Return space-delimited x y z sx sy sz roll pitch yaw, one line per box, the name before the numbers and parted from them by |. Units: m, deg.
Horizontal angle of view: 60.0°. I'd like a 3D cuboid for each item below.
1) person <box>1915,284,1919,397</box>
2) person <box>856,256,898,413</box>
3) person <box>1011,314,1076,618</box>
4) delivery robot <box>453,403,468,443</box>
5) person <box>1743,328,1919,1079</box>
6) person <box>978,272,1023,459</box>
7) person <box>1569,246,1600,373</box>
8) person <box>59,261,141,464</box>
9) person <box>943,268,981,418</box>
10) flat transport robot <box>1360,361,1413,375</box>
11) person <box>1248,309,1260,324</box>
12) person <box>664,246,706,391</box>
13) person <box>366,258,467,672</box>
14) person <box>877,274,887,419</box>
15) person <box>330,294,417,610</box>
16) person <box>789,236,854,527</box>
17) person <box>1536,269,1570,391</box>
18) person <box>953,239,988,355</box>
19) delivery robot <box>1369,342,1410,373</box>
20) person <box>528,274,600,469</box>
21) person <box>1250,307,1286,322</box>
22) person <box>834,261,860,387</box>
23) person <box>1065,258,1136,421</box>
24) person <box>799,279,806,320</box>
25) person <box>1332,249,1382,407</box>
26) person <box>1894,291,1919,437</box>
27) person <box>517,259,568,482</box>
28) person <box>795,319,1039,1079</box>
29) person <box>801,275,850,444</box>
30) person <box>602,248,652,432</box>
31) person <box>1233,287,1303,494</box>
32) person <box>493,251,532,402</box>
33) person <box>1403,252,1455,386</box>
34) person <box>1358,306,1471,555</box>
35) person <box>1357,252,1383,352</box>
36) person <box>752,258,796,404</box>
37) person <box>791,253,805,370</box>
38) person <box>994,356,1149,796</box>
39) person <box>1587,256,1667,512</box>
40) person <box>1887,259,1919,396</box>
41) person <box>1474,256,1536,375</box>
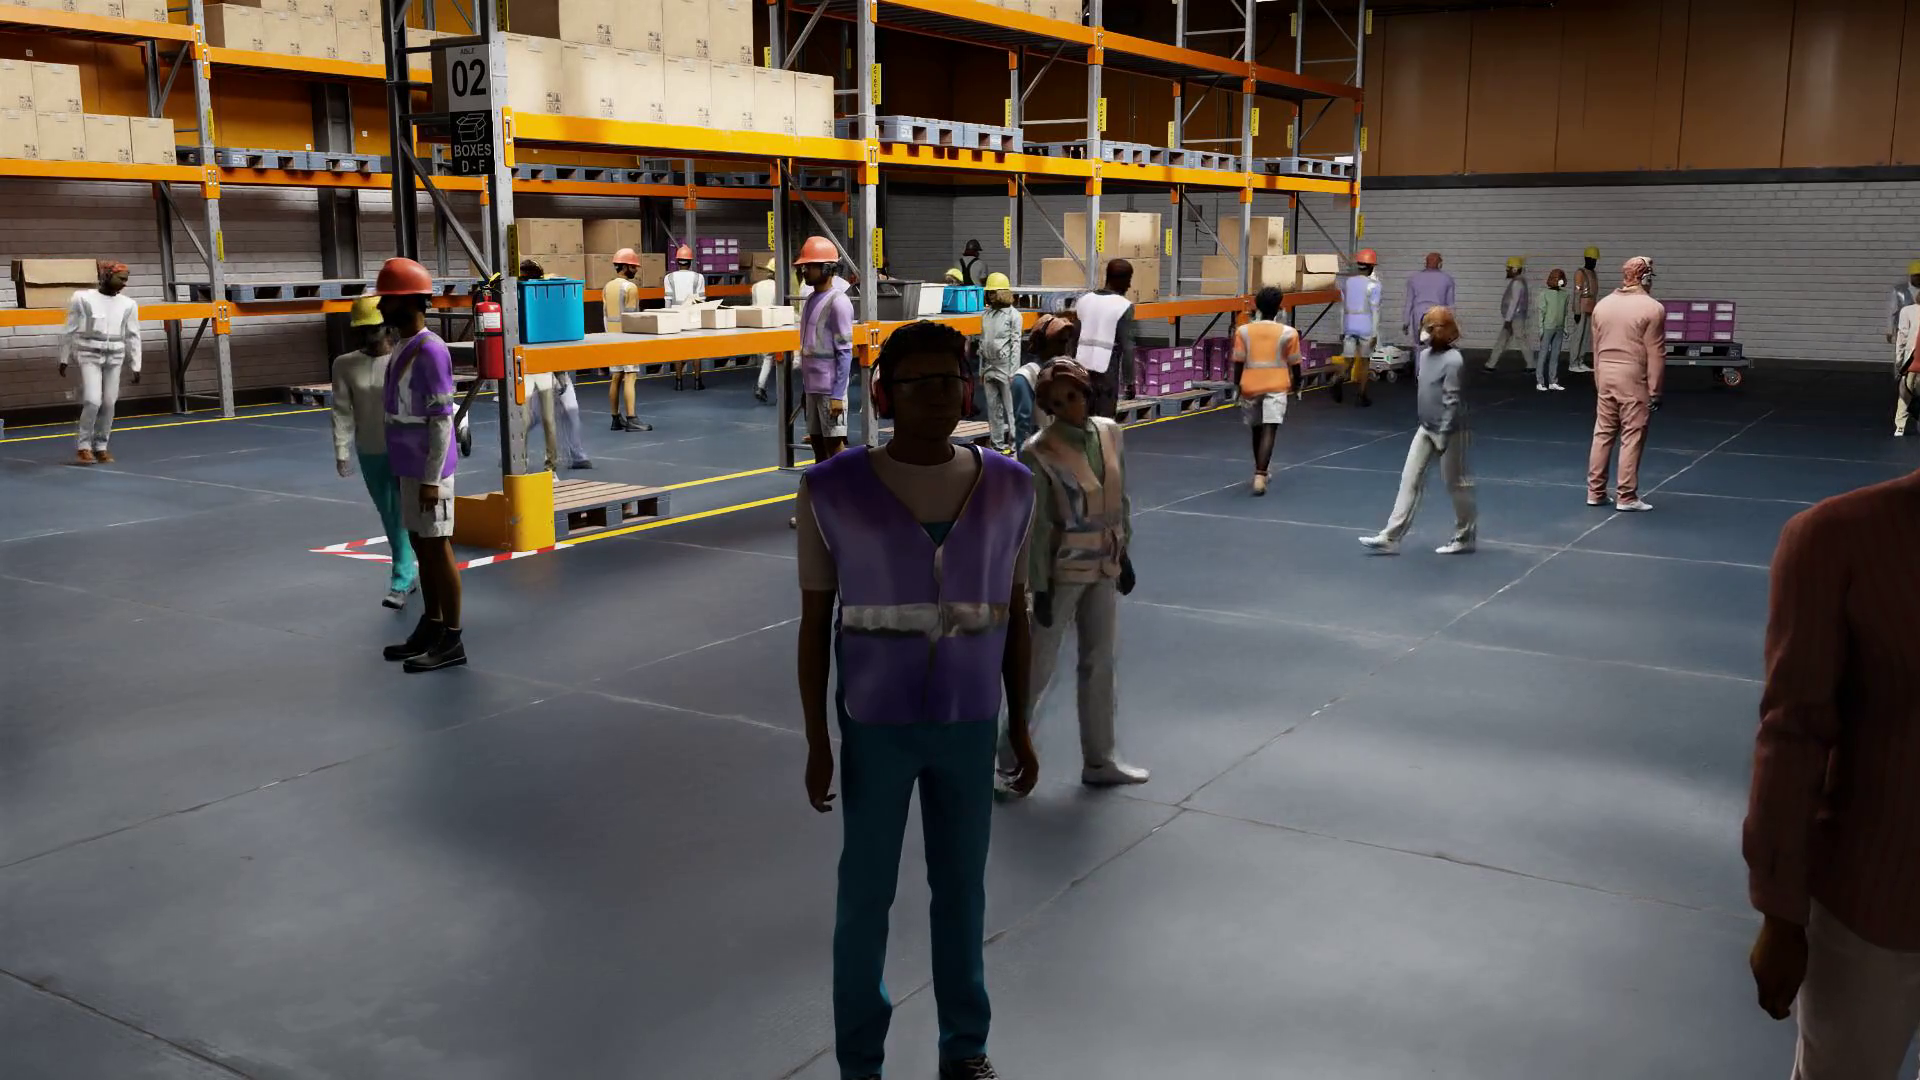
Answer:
person | 11.878 -2.553 20.145 0.474 1.919 0.616 -8 13 -39
person | -0.932 -2.391 19.434 0.629 1.843 0.429 1 10 7
person | 0.447 -0.365 8.764 0.310 1.640 0.514 7 12 33
delivery robot | -4.883 -1.136 15.784 0.477 0.478 0.707 -2 10 -9
person | 1.546 0.565 2.625 0.622 1.993 0.382 -1 10 -6
person | 0.344 -1.493 14.740 0.315 1.741 0.487 -10 14 -43
person | 9.613 -3.536 25.549 0.384 1.924 0.589 10 14 44
person | -7.765 -1.602 15.077 0.477 1.832 0.667 9 13 40
person | -0.082 -2.189 18.695 0.568 1.699 0.912 7 12 33
flat transport robot | 6.092 -2.637 25.147 0.652 0.197 1.431 -8 13 -38
person | 4.894 -3.855 27.358 0.871 1.910 0.626 3 11 17
person | -3.694 -2.977 22.411 0.551 1.935 0.372 -1 10 -6
person | -2.564 -0.349 7.847 0.362 1.939 0.542 -7 12 -32
person | -0.938 -2.200 18.933 0.307 1.641 0.513 -4 11 -23
person | -3.166 -0.470 9.107 0.522 1.724 0.895 0 10 2
person | -0.957 -1.061 11.502 0.373 2.044 0.606 -6 12 -29
person | 8.008 -2.833 22.446 0.500 1.636 0.280 -4 11 -22
person | 0.228 -4.312 29.521 0.683 2.000 0.536 6 12 29
delivery robot | 6.184 -2.613 23.968 0.477 0.478 0.707 9 13 41
person | -3.650 -1.471 14.662 0.839 1.743 0.526 4 11 21
person | 4.959 -3.707 26.679 0.531 1.853 0.373 7 12 33
person | -1.634 -2.930 22.539 0.535 1.791 0.952 7 12 34
person | 1.148 -1.350 13.571 0.448 1.873 0.629 -9 14 -42
person | -1.687 -2.453 19.777 0.429 1.843 0.633 1 10 5
person | 4.784 -2.539 20.034 0.561 1.916 0.581 9 13 40
person | 9.895 -1.862 17.102 0.498 1.629 0.276 5 11 26
person | -3.498 -1.367 13.694 0.514 1.865 0.327 -2 10 -9
person | -0.094 0.424 3.810 0.564 1.850 0.390 -4 11 -20
person | -1.318 -1.900 16.442 0.638 1.937 0.356 8 13 38
person | -3.539 -2.110 17.626 0.543 1.932 0.376 10 14 44
person | 2.474 -1.208 13.409 0.543 1.649 0.887 4 11 22
person | -5.586 -2.697 20.723 0.608 1.987 0.391 5 11 25
person | 6.424 -3.012 22.816 0.686 1.871 0.791 6 12 30
person | 2.959 -0.678 10.588 0.816 1.589 0.524 -3 11 -15
person | 6.398 -3.679 26.550 0.951 1.834 0.605 5 12 27
person | -2.248 -2.550 20.375 0.614 1.817 0.473 7 12 35
person | -2.354 -3.562 25.998 0.795 1.822 0.535 4 11 22
person | 0.370 0.138 6.062 0.424 1.607 0.622 10 14 44
person | 5.029 -1.166 12.485 0.398 1.901 0.645 -5 11 -26
person | 12.525 -2.797 21.855 0.616 1.788 0.834 5 12 28
person | 8.288 -3.365 24.996 0.919 1.783 0.612 3 11 16
